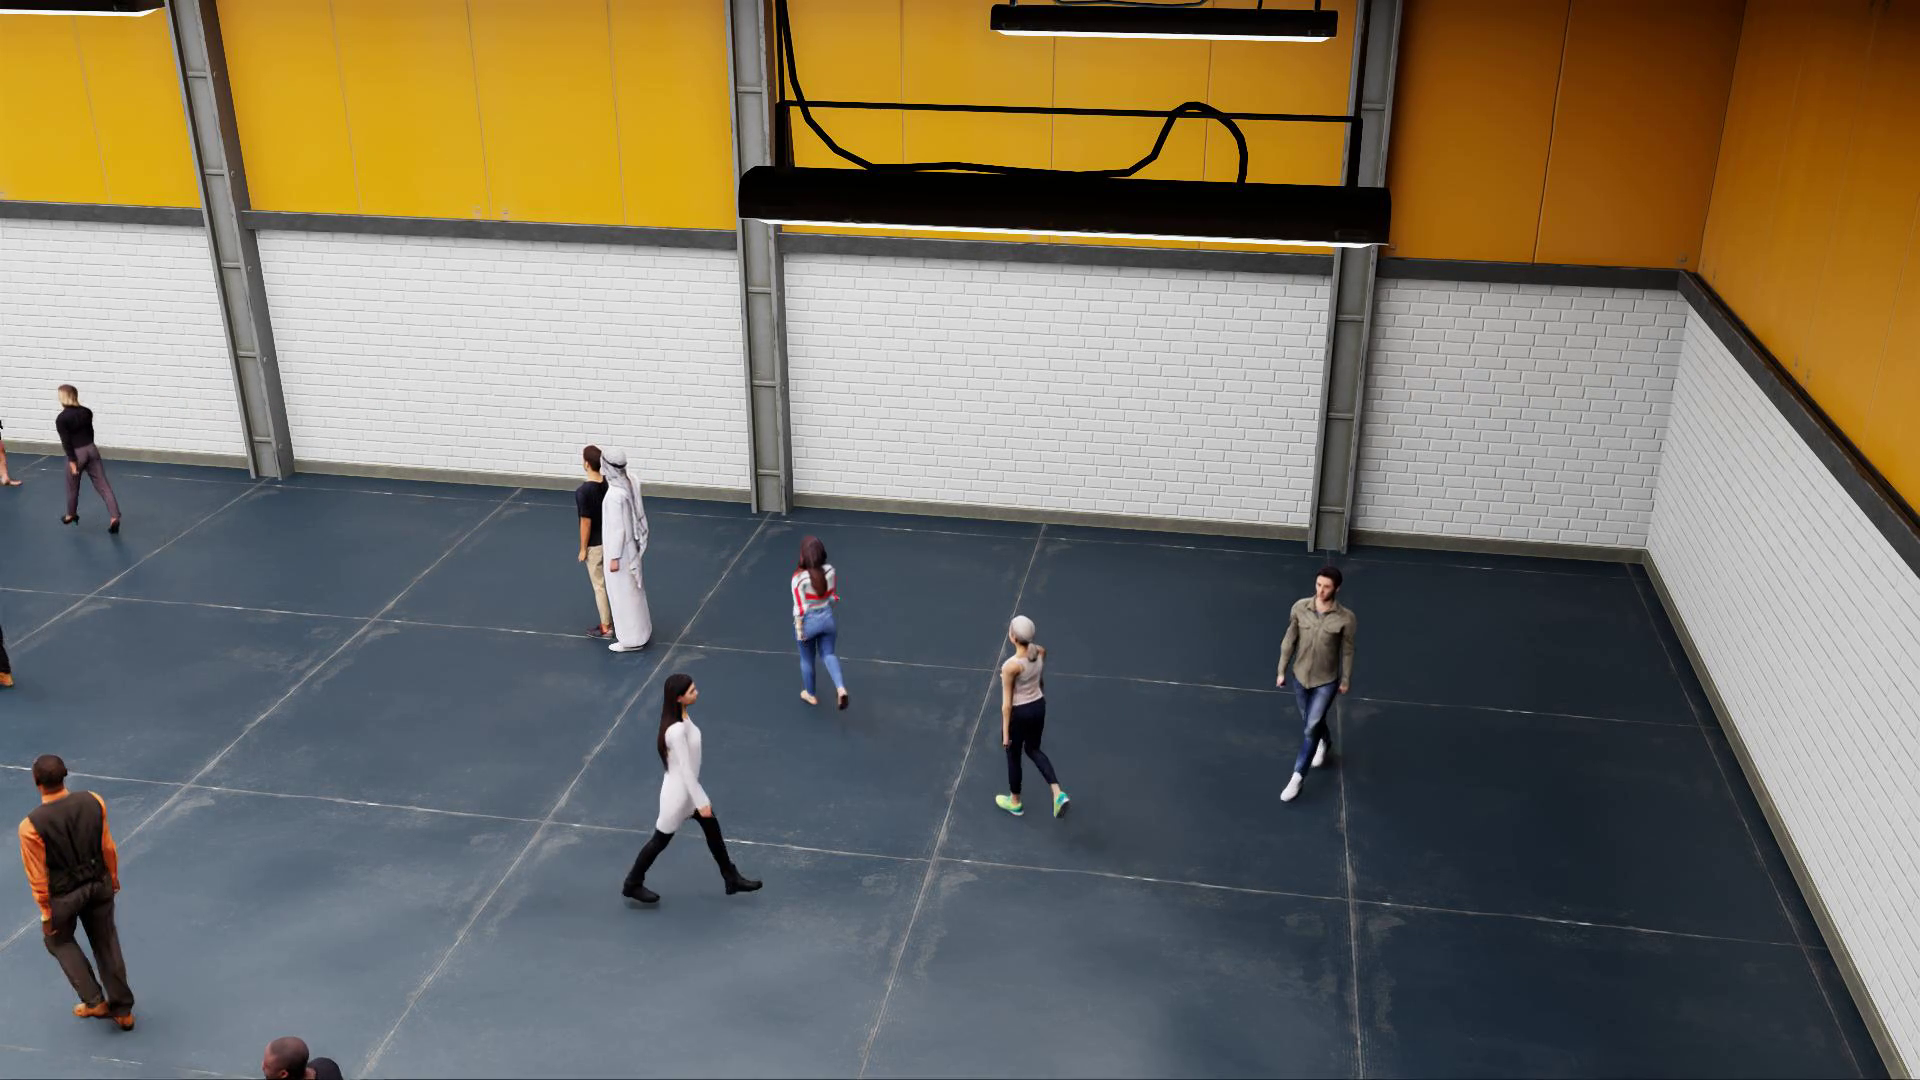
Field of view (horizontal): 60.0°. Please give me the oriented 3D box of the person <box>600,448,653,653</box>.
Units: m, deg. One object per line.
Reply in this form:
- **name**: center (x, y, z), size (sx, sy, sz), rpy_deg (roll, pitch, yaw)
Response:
- **person**: center (-3.033, 0.078, 14.984), size (0.623, 1.926, 0.696), rpy_deg (3, 24, 6)

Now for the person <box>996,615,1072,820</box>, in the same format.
- **person**: center (0.546, 1.361, 12.342), size (0.934, 1.691, 1.038), rpy_deg (-20, 31, -38)

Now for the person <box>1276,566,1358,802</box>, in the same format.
- **person**: center (2.798, 1.030, 12.909), size (1.227, 1.843, 1.099), rpy_deg (16, 28, 32)

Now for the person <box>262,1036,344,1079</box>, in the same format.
- **person**: center (-3.008, 3.157, 8.111), size (1.109, 1.788, 0.829), rpy_deg (-1, 24, -1)

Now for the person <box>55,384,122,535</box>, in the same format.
- **person**: center (-9.073, -0.795, 17.357), size (1.087, 1.624, 0.753), rpy_deg (9, 25, 20)

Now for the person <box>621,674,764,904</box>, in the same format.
- **person**: center (-2.000, 1.760, 11.348), size (1.242, 1.756, 0.755), rpy_deg (0, 24, 0)

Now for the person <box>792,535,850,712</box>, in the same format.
- **person**: center (-1.159, 0.723, 13.913), size (0.936, 1.600, 0.981), rpy_deg (-15, 28, -30)

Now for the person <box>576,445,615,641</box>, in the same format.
- **person**: center (-3.276, 0.014, 15.213), size (0.666, 1.859, 0.707), rpy_deg (14, 27, 29)

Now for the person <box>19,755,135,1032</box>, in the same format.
- **person**: center (-5.334, 2.203, 10.163), size (0.874, 1.893, 0.846), rpy_deg (17, 29, 34)
